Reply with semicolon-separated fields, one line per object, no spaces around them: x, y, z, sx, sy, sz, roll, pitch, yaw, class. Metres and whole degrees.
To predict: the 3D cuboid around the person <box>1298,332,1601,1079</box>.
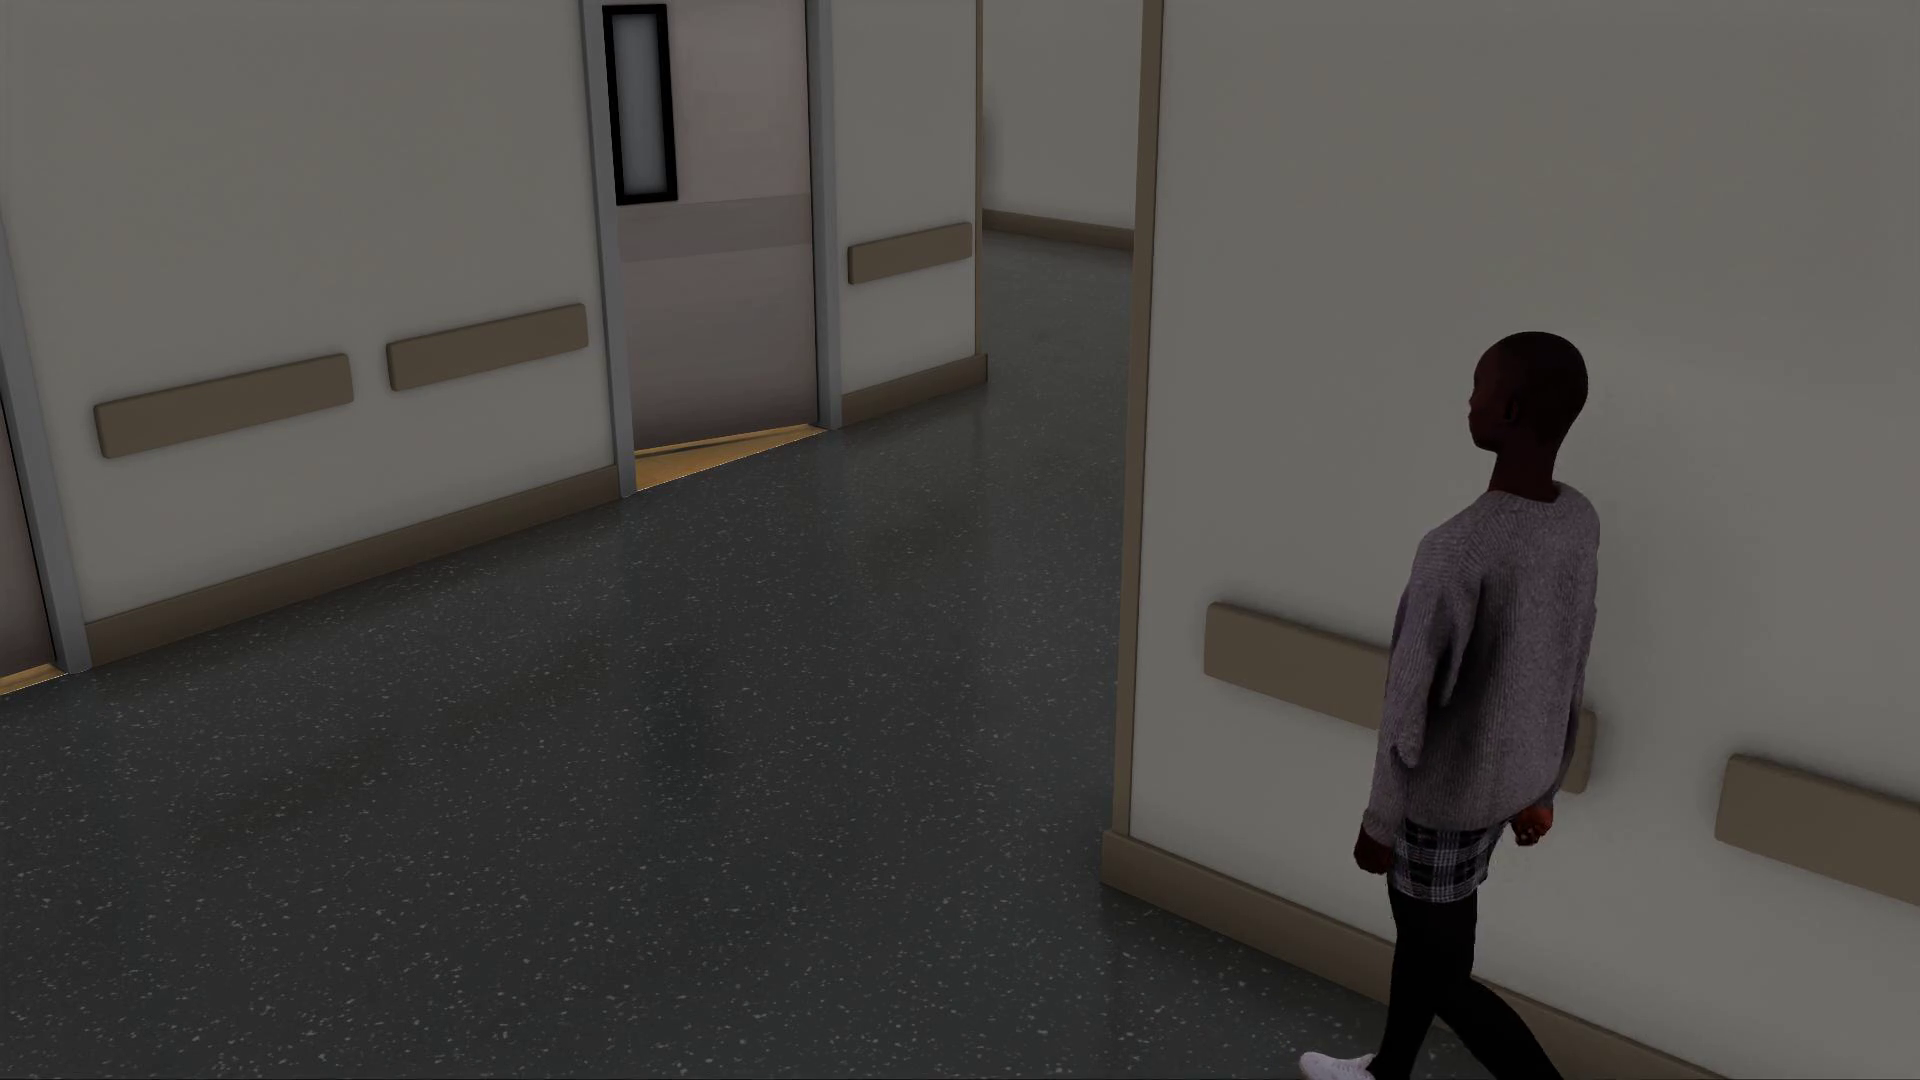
1.016;0.508;3.092;1.049;1.753;0.783;-17;26;-37;person
